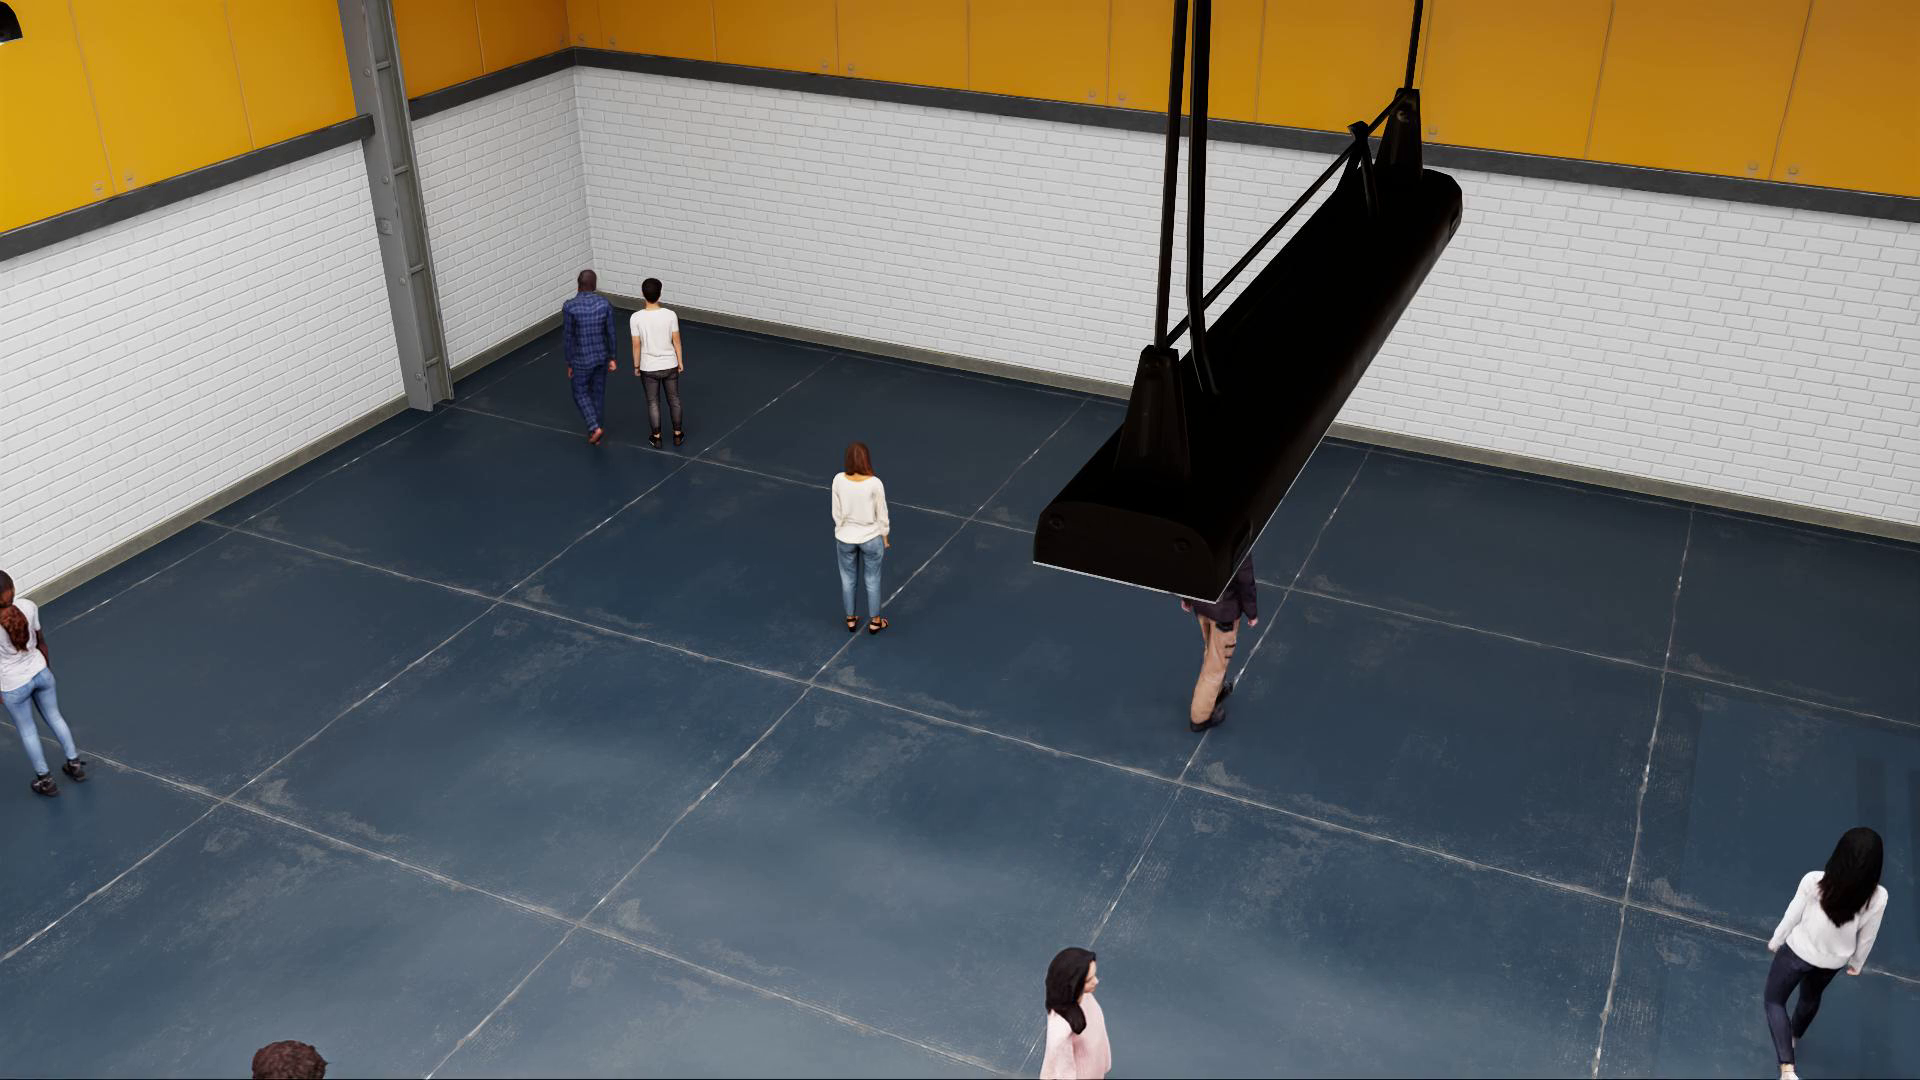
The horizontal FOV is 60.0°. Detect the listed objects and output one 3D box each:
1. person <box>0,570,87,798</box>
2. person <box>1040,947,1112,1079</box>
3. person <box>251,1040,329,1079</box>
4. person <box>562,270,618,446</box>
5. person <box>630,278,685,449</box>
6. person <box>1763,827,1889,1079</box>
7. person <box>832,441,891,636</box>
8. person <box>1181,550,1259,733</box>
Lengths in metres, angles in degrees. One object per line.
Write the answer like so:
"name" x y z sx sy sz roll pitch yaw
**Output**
"person" -6.369 0.963 11.338 0.633 1.720 0.461 14 32 24
"person" 0.534 2.676 8.146 0.736 1.769 0.522 8 30 15
"person" -2.897 2.976 7.568 0.743 1.796 0.601 2 29 4
"person" -3.571 -1.720 16.175 0.858 1.798 0.923 -15 32 -26
"person" -2.960 -1.738 16.288 0.698 1.721 0.742 -8 30 -14
"person" 4.623 2.274 8.973 0.828 1.682 1.055 4 29 7
"person" -0.791 -0.017 13.175 0.643 1.682 0.587 8 30 14
"person" 1.785 0.538 11.921 0.975 1.908 0.891 -22 36 -35
